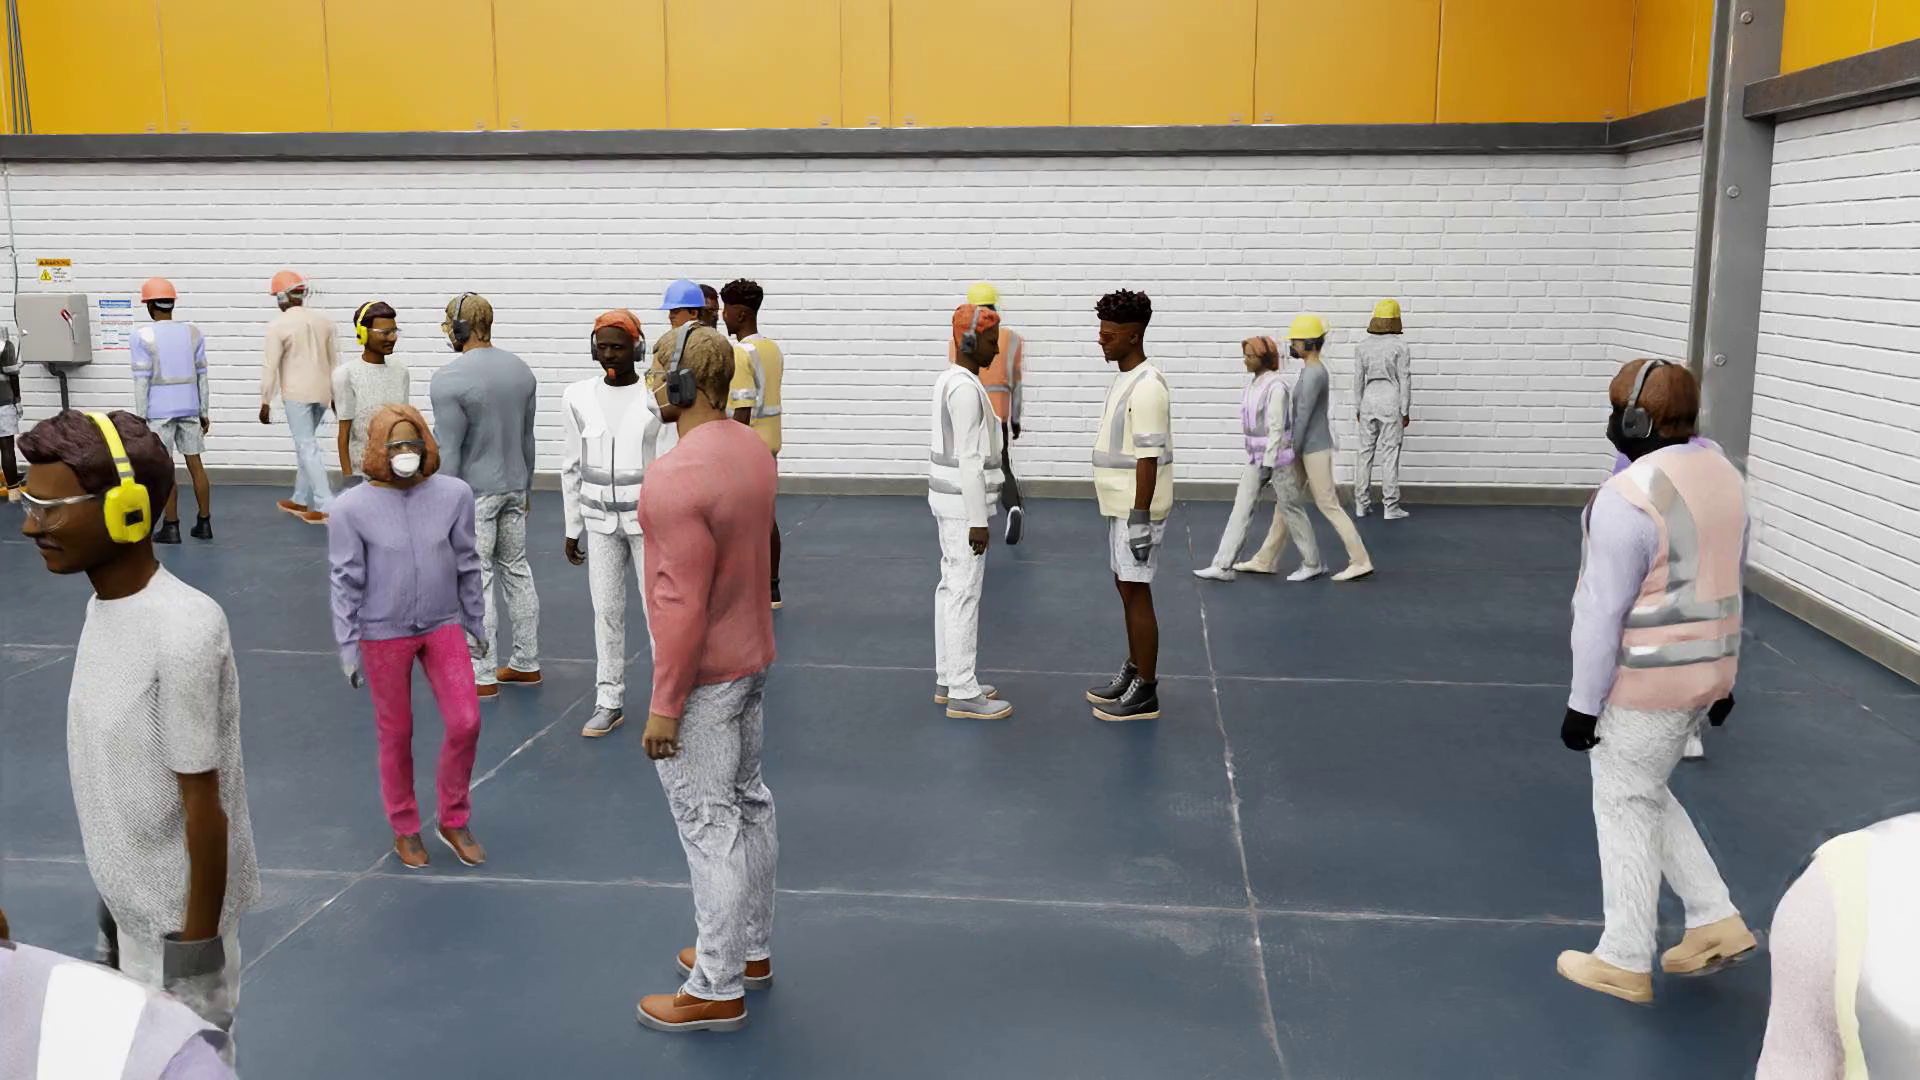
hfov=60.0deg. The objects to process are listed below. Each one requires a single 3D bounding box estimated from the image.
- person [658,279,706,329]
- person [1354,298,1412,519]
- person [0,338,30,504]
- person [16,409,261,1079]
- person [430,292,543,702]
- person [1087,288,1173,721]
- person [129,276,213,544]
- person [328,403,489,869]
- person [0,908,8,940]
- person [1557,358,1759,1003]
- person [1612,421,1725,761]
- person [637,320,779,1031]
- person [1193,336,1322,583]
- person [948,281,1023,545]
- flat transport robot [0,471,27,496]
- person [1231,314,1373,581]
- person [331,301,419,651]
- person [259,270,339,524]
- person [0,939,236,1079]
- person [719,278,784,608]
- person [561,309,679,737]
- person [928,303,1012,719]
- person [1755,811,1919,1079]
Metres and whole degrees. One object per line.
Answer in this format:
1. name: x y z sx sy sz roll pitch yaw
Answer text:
1. person: -1.647 -0.624 10.251 0.614 1.945 0.406 8 13 40
2. person: 3.362 -1.040 13.220 0.484 1.744 0.294 9 13 40
3. person: -8.116 -1.138 13.914 0.536 1.697 0.318 -1 10 -8
4. person: -1.427 0.693 2.967 0.325 1.862 0.511 -9 14 -43
5. person: -2.248 -0.201 7.885 0.357 1.932 0.630 5 11 28
6. person: 0.776 -0.158 7.564 0.373 1.958 0.605 -1 10 -4
7. person: -5.749 -0.941 12.100 0.378 1.932 0.551 8 13 38
8. person: -1.842 0.344 5.640 0.539 1.613 0.501 -7 12 -34
9. person: -1.452 0.820 2.208 0.313 1.869 0.528 1 10 8
10. person: 1.947 0.405 4.695 0.633 1.830 0.438 -9 13 -41
11. person: 2.980 0.100 7.108 0.534 1.589 0.857 -3 10 -15
12. person: -0.696 0.374 4.564 0.367 1.939 0.634 2 10 13
13. person: 1.951 -0.499 10.557 0.880 1.582 0.523 -3 10 -16
14. person: 0.201 -0.909 12.006 0.601 1.905 0.798 -4 11 -20
15. flat transport robot: -8.798 -0.483 14.240 1.431 0.197 0.652 2 10 13
16. person: 2.258 -0.588 10.707 0.910 1.718 0.531 2 10 11
17. person: -3.057 -0.323 8.784 0.326 1.862 0.508 5 11 27
18. person: -5.215 -1.107 12.970 0.867 1.956 0.640 4 11 22
19. person: -0.911 0.970 1.519 0.656 1.807 0.504 -1 10 -7
20. person: -1.222 -0.529 9.655 0.361 1.963 0.614 2 10 14
21. person: -1.449 -0.059 7.233 0.579 1.878 0.352 2 10 9
22. person: 0.036 -0.133 7.615 0.354 1.887 0.573 -2 10 -9
23. person: 1.068 0.963 1.598 0.651 1.803 0.884 5 11 26
